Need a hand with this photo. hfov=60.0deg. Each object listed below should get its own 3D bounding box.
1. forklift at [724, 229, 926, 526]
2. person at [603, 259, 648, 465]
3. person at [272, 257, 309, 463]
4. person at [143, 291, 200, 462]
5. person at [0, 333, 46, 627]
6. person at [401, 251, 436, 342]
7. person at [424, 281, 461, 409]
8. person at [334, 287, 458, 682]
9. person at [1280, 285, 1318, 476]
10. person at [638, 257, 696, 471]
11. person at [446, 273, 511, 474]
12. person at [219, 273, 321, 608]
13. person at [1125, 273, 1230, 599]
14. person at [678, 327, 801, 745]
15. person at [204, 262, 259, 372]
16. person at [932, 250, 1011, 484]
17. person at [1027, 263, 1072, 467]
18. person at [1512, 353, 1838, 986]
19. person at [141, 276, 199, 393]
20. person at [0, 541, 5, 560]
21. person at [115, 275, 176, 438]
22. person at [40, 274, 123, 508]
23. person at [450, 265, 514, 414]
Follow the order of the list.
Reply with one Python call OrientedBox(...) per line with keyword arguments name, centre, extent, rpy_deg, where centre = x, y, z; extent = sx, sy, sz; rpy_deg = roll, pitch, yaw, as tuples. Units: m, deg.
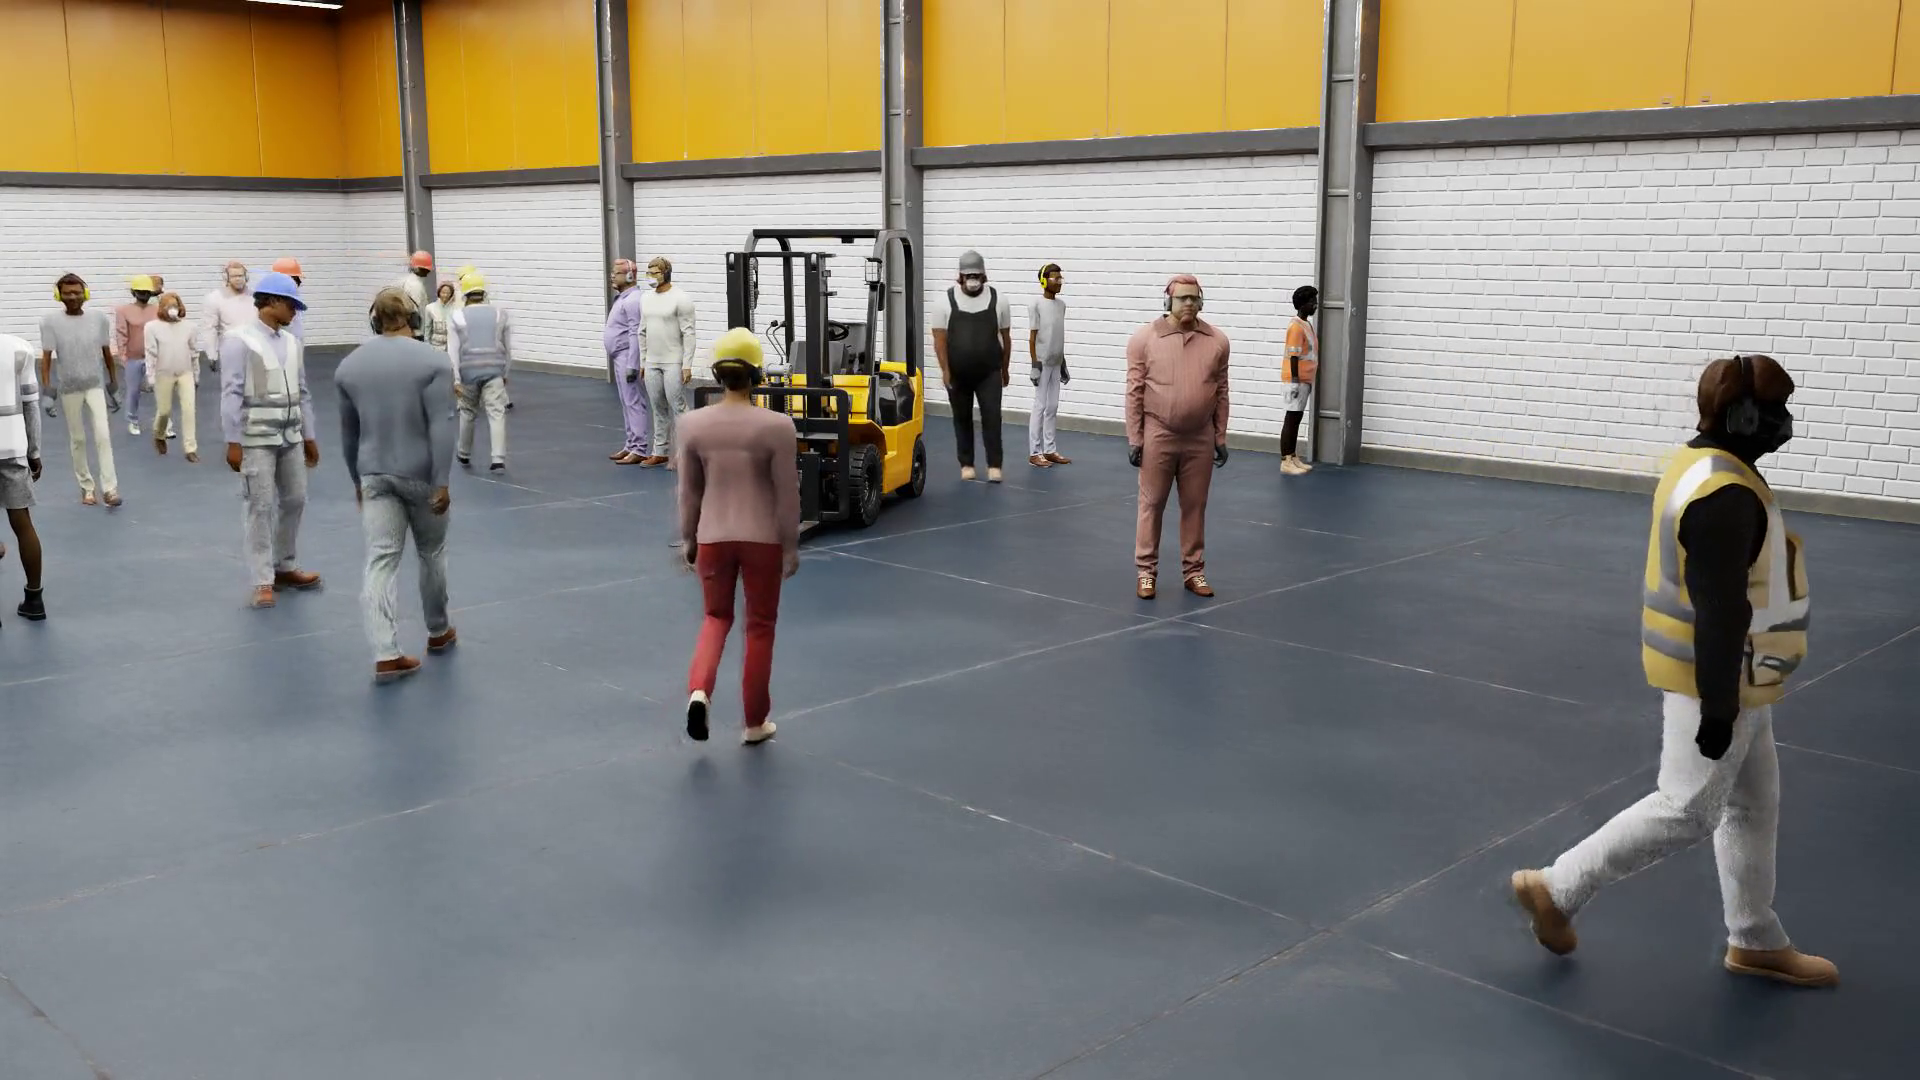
OrientedBox(name="forklift", centre=(-1.050, -1.319, 12.920), extent=(1.214, 2.155, 2.313), rpy_deg=(2, 11, 13))
OrientedBox(name="person", centre=(-3.129, -1.669, 15.595), extent=(0.410, 1.913, 0.651), rpy_deg=(-4, 11, -20))
OrientedBox(name="person", centre=(-6.295, -1.682, 15.641), extent=(0.385, 1.930, 0.541), rpy_deg=(-3, 11, -16))
OrientedBox(name="person", centre=(-7.487, -1.559, 15.813), extent=(0.504, 1.611, 0.712), rpy_deg=(-8, 13, -38))
OrientedBox(name="person", centre=(-5.309, -0.486, 9.076), extent=(0.358, 1.936, 0.552), rpy_deg=(7, 13, 35))
OrientedBox(name="person", centre=(-6.775, -2.590, 20.530), extent=(0.657, 1.944, 0.673), rpy_deg=(-4, 11, -21))
OrientedBox(name="person", centre=(-6.118, -2.304, 19.909), extent=(0.554, 1.604, 0.744), rpy_deg=(-2, 11, -11))
OrientedBox(name="person", centre=(-2.753, -0.293, 8.210), extent=(0.638, 1.864, 0.991), rpy_deg=(0, 10, 2))
OrientedBox(name="person", centre=(3.034, -1.424, 14.867), extent=(0.318, 1.691, 0.529), rpy_deg=(4, 11, 20))
OrientedBox(name="person", centre=(-2.677, -1.600, 15.146), extent=(0.635, 1.937, 0.354), rpy_deg=(7, 12, 33))
OrientedBox(name="person", centre=(-4.345, -1.505, 15.036), extent=(0.590, 1.785, 0.933), rpy_deg=(-5, 12, -27))
OrientedBox(name="person", centre=(-4.027, -0.582, 9.688), extent=(0.397, 1.910, 0.716), rpy_deg=(4, 11, 20))
OrientedBox(name="person", centre=(1.290, -0.605, 9.802), extent=(0.641, 1.911, 0.410), rpy_deg=(-2, 11, -9))
OrientedBox(name="person", centre=(-0.925, 0.012, 6.850), extent=(0.523, 1.758, 0.483), rpy_deg=(2, 11, 13))
OrientedBox(name="person", centre=(-7.497, -1.954, 17.324), extent=(0.667, 1.853, 1.017), rpy_deg=(-6, 12, -30))
OrientedBox(name="person", centre=(0.104, -1.498, 14.314), extent=(0.691, 2.000, 0.858), rpy_deg=(0, 10, -1))
OrientedBox(name="person", centre=(0.835, -1.619, 15.430), extent=(0.328, 1.876, 0.514), rpy_deg=(9, 13, 39))
OrientedBox(name="person", centre=(2.074, 0.378, 4.712), extent=(0.832, 1.818, 0.628), rpy_deg=(4, 11, 20))
OrientedBox(name="person", centre=(-10.837, -2.772, 22.483), extent=(0.859, 1.582, 0.516), rpy_deg=(-3, 11, -16))
OrientedBox(name="person", centre=(-6.246, -0.648, 10.170), extent=(0.660, 1.852, 0.993), rpy_deg=(-3, 11, -16))
OrientedBox(name="person", centre=(-8.663, -1.944, 17.634), extent=(0.536, 1.722, 0.917), rpy_deg=(-8, 13, -38))
OrientedBox(name="person", centre=(-6.822, -1.140, 12.932), extent=(0.566, 1.825, 0.924), rpy_deg=(-7, 12, -33))
OrientedBox(name="person", centre=(-5.795, -2.401, 19.968), extent=(0.637, 1.774, 0.576), rpy_deg=(5, 11, 24))
